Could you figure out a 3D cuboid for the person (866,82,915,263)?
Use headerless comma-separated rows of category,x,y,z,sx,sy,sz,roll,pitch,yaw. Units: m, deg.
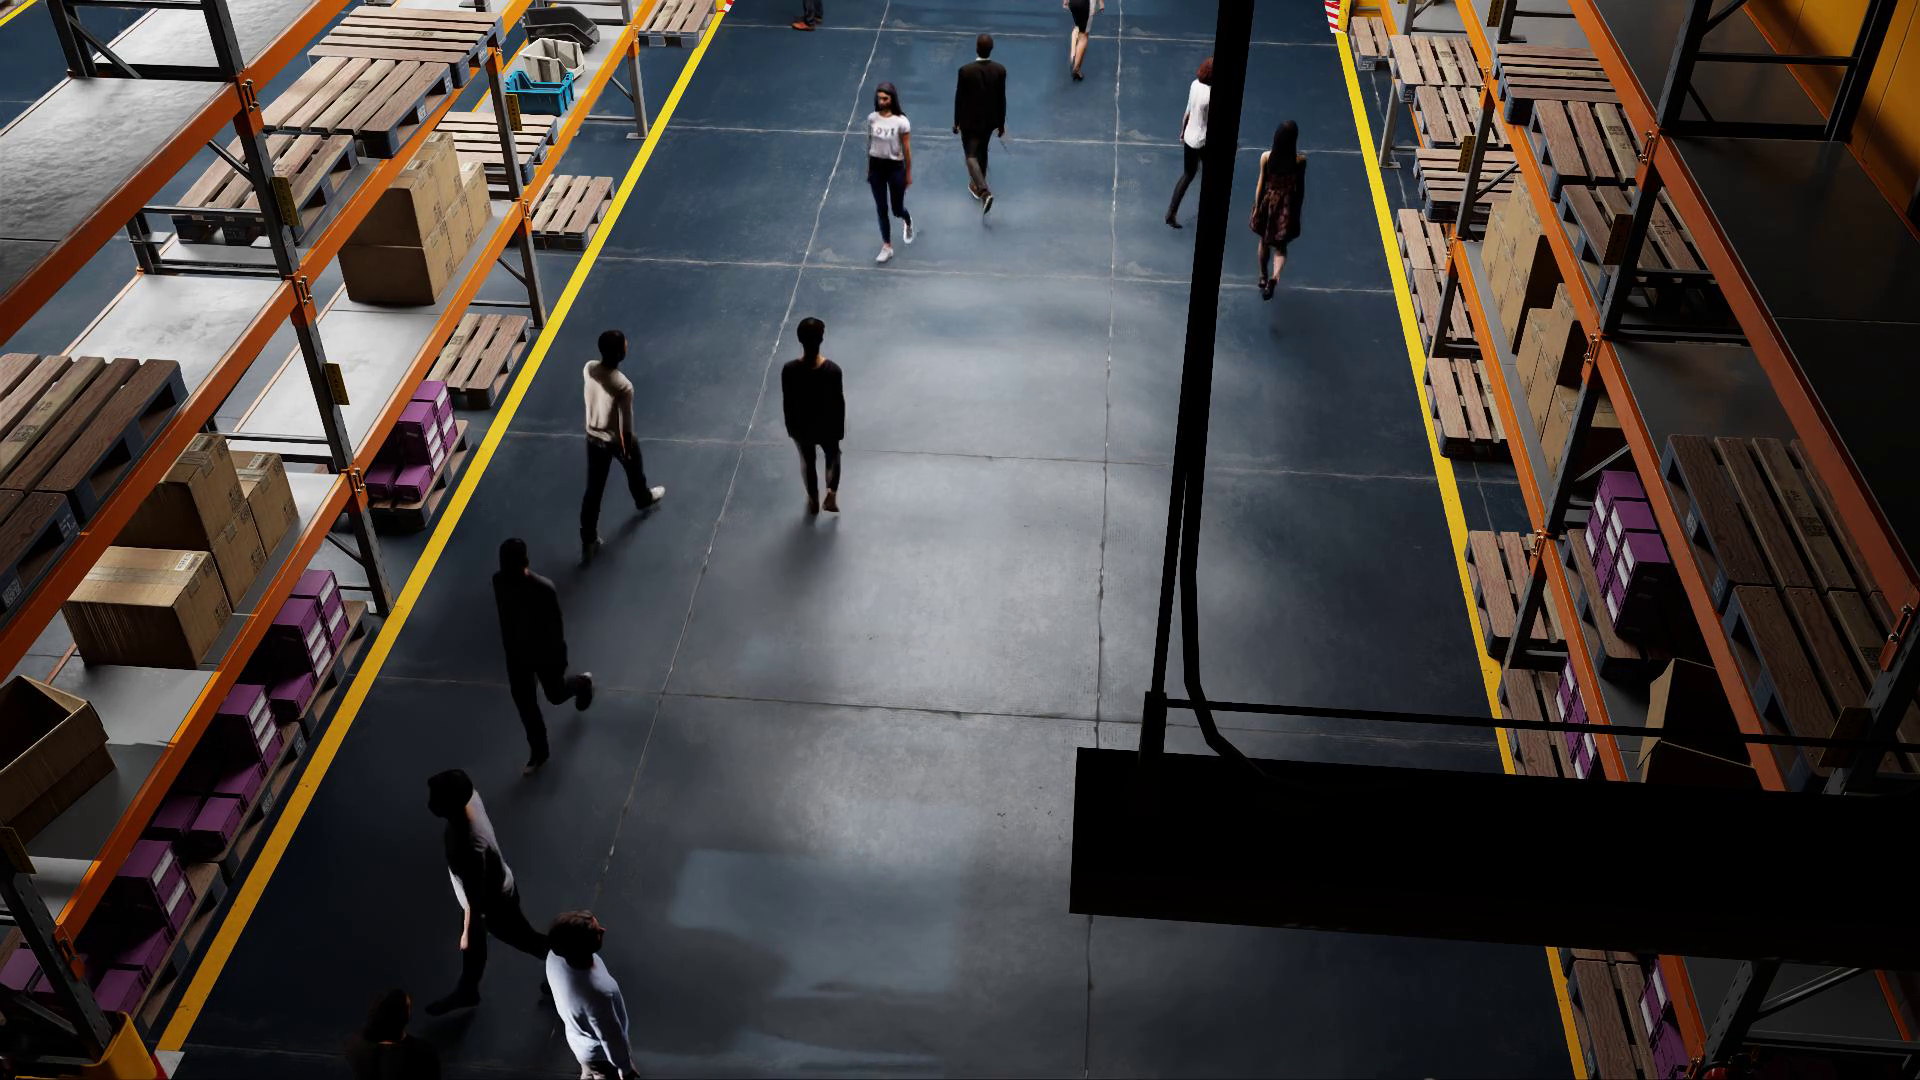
person,-0.657,-3.530,15.832,0.737,1.765,0.888,15,41,18

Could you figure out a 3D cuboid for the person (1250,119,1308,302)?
person,2.874,-2.924,15.077,0.689,1.759,0.990,7,39,8

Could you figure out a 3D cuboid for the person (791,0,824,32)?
person,-1.881,-7.171,20.366,0.828,1.795,0.603,10,40,13

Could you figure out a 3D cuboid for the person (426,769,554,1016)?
person,-2.442,1.899,8.980,1.100,1.832,1.206,-14,41,-17

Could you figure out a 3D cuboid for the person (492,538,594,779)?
person,-2.668,0.656,10.607,0.781,1.743,1.102,12,40,14

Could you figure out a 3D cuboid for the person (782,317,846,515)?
person,-1.099,-0.864,12.543,0.676,1.702,0.751,-3,39,-3

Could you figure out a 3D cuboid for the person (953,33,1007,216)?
person,0.219,-4.112,16.548,0.955,1.779,1.183,-12,40,-14

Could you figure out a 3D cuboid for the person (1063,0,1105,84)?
person,1.355,-6.092,19.027,0.718,1.781,0.759,23,44,26

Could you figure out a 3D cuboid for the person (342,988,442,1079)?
person,-2.659,2.836,7.905,0.689,1.709,1.165,0,39,0

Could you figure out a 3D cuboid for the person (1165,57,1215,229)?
person,2.362,-3.868,16.280,1.131,1.732,1.107,-25,45,-28

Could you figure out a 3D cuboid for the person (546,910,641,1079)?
person,-1.782,2.472,8.212,0.814,1.894,0.732,-23,44,-26

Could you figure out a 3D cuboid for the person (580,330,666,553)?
person,-2.649,-0.699,12.289,0.930,1.761,1.282,16,41,19
